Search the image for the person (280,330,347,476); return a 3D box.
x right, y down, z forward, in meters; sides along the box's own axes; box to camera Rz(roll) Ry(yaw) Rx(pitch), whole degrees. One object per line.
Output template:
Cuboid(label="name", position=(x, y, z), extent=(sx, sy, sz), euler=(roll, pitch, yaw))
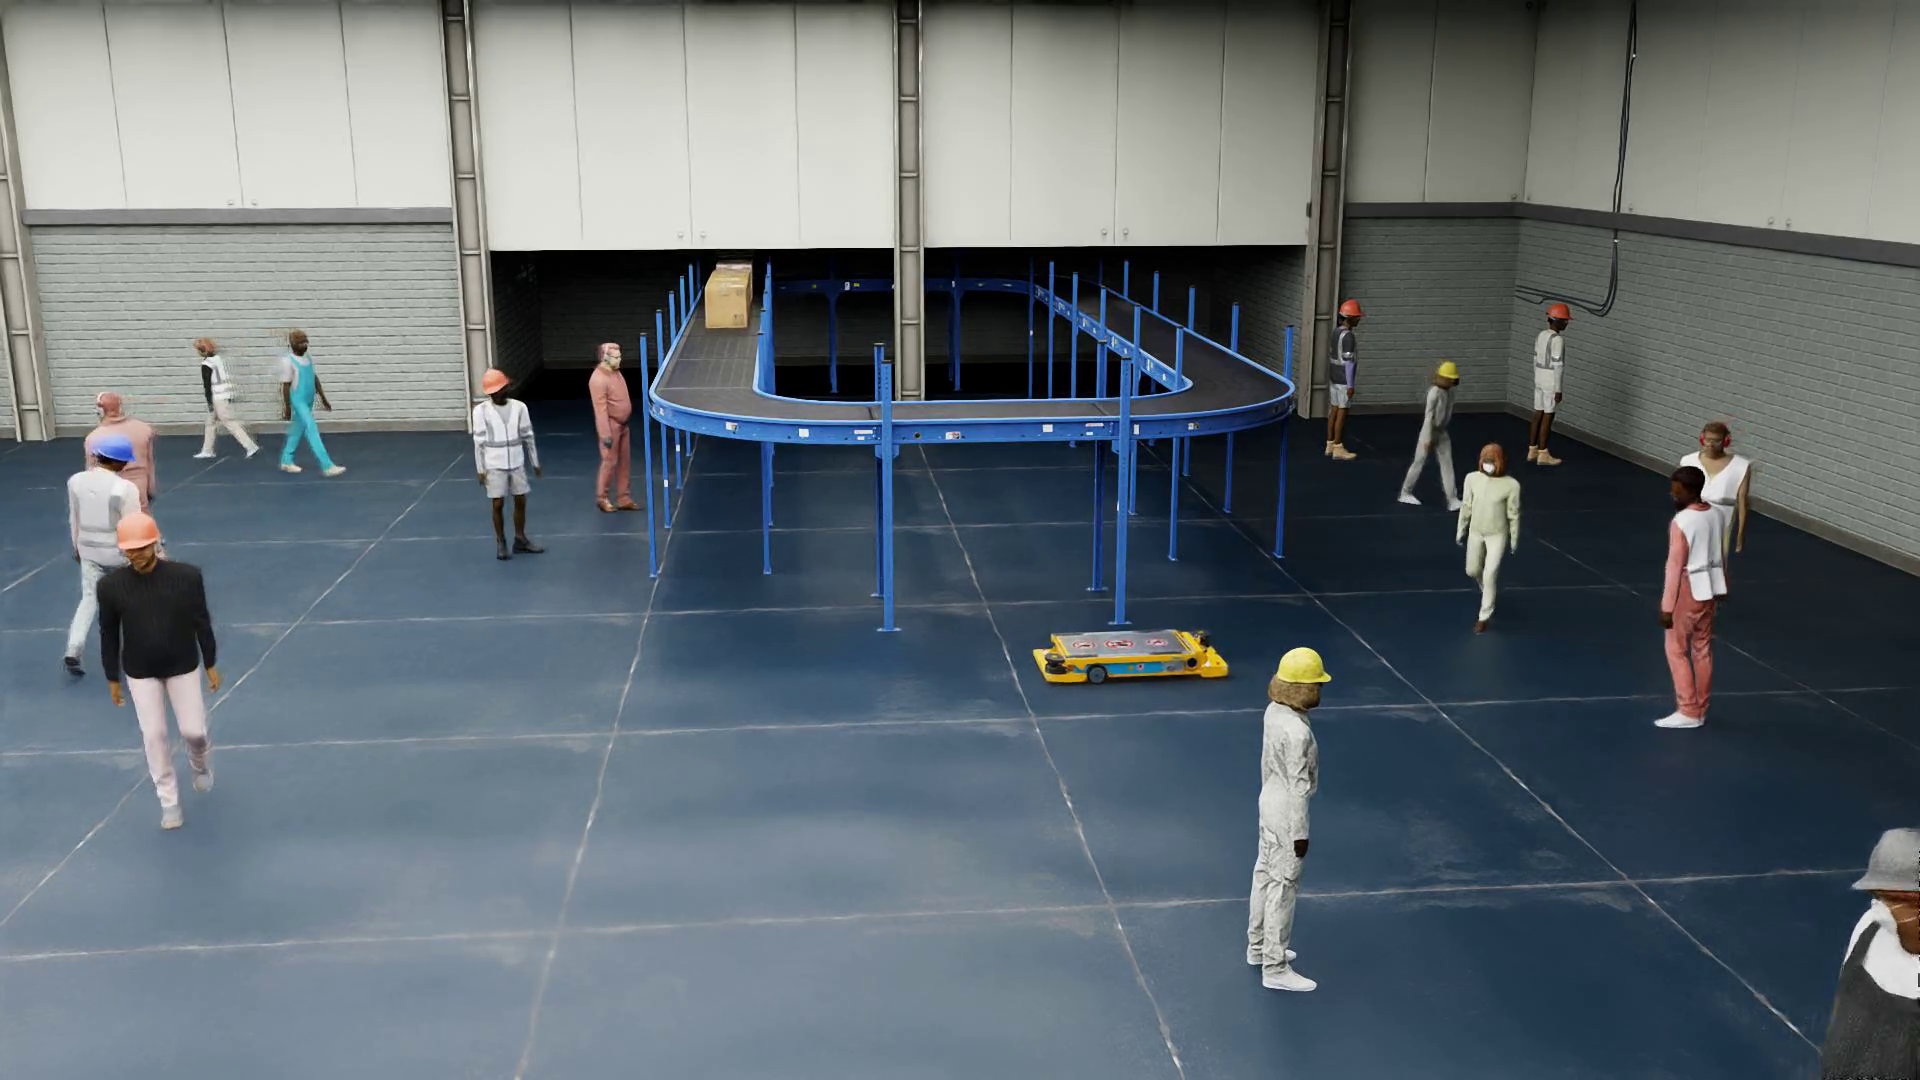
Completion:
Cuboid(label="person", position=(-8.037, -1.677, 20.368), extent=(0.970, 1.800, 0.510), euler=(2, 14, 9))

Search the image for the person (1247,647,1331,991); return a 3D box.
Cuboid(label="person", position=(1.646, 1.369, 8.282), extent=(0.321, 1.742, 0.492), euler=(-1, 14, -6))

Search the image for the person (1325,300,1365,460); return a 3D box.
Cuboid(label="person", position=(4.962, -2.060, 21.394), extent=(0.391, 2.040, 0.615), euler=(-1, 14, -6))

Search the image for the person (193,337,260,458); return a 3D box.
Cuboid(label="person", position=(-9.475, -1.822, 21.356), extent=(0.836, 1.594, 0.576), euler=(-2, 14, -8))

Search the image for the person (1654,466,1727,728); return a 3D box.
Cuboid(label="person", position=(5.241, 0.405, 11.845), extent=(0.738, 1.897, 0.408), euler=(-10, 17, -36))

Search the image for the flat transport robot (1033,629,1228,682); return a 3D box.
Cuboid(label="flat transport robot", position=(1.334, 0.906, 13.123), extent=(1.431, 0.197, 0.652), euler=(-2, 14, -7))

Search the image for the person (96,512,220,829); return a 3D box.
Cuboid(label="person", position=(-4.896, 0.771, 10.187), extent=(0.647, 1.979, 0.549), euler=(-5, 15, -19))

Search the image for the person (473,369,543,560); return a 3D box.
Cuboid(label="person", position=(-4.453, -0.745, 16.397), extent=(0.620, 1.914, 0.408), euler=(-9, 17, -32))

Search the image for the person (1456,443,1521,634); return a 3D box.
Cuboid(label="person", position=(4.544, -0.047, 14.219), extent=(0.542, 1.610, 0.645), euler=(12, 18, 40))

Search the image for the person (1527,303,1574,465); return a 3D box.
Cuboid(label="person", position=(7.480, -1.971, 21.040), extent=(0.386, 2.039, 0.615), euler=(-1, 14, -6))

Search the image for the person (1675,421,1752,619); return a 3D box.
Cuboid(label="person", position=(6.345, -0.119, 14.067), extent=(0.583, 1.824, 0.632), euler=(9, 17, 33))

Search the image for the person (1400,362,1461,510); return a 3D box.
Cuboid(label="person", position=(5.323, -1.175, 18.589), extent=(0.511, 1.669, 0.883), euler=(-10, 17, -35))

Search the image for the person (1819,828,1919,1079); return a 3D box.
Cuboid(label="person", position=(3.126, 1.912, 5.505), extent=(0.538, 2.000, 0.708), euler=(-3, 14, -14))

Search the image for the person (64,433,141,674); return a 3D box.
Cuboid(label="person", position=(-6.721, 0.099, 13.067), extent=(0.660, 1.892, 0.867), euler=(2, 14, 7))

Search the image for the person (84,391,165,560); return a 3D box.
Cuboid(label="person", position=(-7.591, -0.414, 15.099), extent=(0.598, 1.890, 0.666), euler=(8, 16, 30))

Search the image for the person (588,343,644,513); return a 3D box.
Cuboid(label="person", position=(-3.831, -1.238, 18.405), extent=(0.494, 1.902, 0.671), euler=(3, 14, 11))
